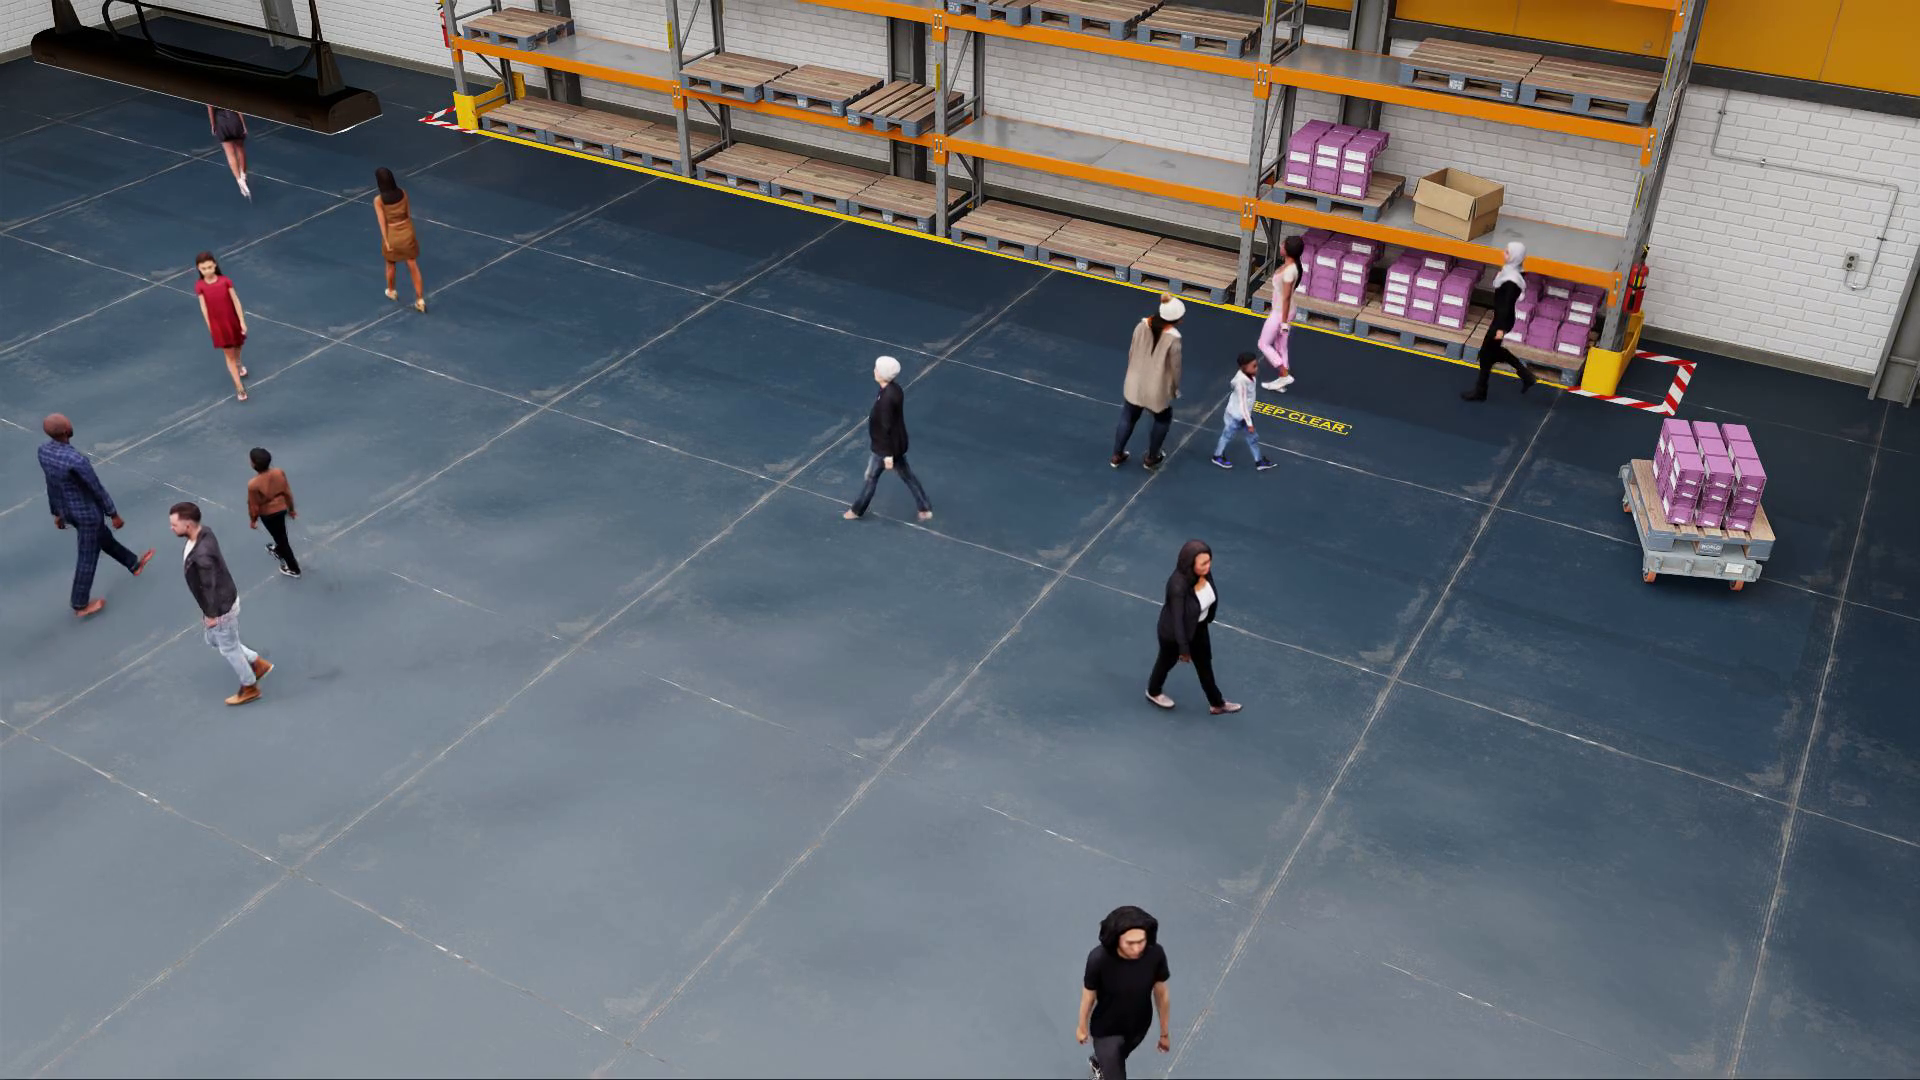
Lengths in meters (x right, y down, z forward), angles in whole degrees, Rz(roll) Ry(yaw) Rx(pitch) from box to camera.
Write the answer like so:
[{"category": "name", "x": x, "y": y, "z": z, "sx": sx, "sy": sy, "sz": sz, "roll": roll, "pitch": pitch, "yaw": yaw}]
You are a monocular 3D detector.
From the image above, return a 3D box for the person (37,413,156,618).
[{"category": "person", "x": -7.319, "y": -0.177, "z": 13.769, "sx": 1.120, "sy": 1.764, "sz": 0.804, "roll": 15, "pitch": 36, "yaw": 21}]

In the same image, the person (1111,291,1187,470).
[{"category": "person", "x": 1.771, "y": -1.456, "z": 15.601, "sx": 0.697, "sy": 1.866, "sz": 0.854, "roll": 16, "pitch": 37, "yaw": 23}]

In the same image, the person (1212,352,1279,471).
[{"category": "person", "x": 2.609, "y": -1.220, "z": 15.824, "sx": 0.855, "sy": 1.226, "sz": 0.495, "roll": 19, "pitch": 38, "yaw": 26}]

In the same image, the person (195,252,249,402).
[{"category": "person", "x": -7.578, "y": -2.276, "z": 17.150, "sx": 0.876, "sy": 1.517, "sz": 1.138, "roll": -19, "pitch": 38, "yaw": -26}]

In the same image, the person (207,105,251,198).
[{"category": "person", "x": -9.402, "y": -5.265, "z": 21.431, "sx": 0.921, "sy": 1.755, "sz": 1.144, "roll": -18, "pitch": 38, "yaw": -25}]

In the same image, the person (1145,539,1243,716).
[{"category": "person", "x": 1.627, "y": 0.658, "z": 12.678, "sx": 1.008, "sy": 1.582, "sz": 0.713, "roll": 20, "pitch": 39, "yaw": 28}]

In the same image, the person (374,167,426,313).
[{"category": "person", "x": -6.219, "y": -3.328, "z": 18.604, "sx": 0.739, "sy": 1.659, "sz": 0.967, "roll": -26, "pitch": 41, "yaw": -33}]

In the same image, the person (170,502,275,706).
[{"category": "person", "x": -5.583, "y": 0.473, "z": 12.737, "sx": 0.879, "sy": 1.823, "sz": 0.790, "roll": -15, "pitch": 36, "yaw": -21}]

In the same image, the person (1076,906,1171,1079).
[{"category": "person", "x": 0.896, "y": 2.677, "z": 9.449, "sx": 1.123, "sy": 1.793, "sz": 1.203, "roll": -9, "pitch": 35, "yaw": -13}]

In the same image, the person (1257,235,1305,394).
[{"category": "person", "x": 3.376, "y": -2.274, "z": 16.957, "sx": 0.652, "sy": 1.728, "sz": 0.599, "roll": 14, "pitch": 36, "yaw": 20}]

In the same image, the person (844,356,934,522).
[{"category": "person", "x": -0.578, "y": -0.810, "z": 14.996, "sx": 1.216, "sy": 1.734, "sz": 0.974, "roll": 8, "pitch": 34, "yaw": 12}]

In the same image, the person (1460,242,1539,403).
[{"category": "person", "x": 5.543, "y": -2.164, "z": 16.761, "sx": 1.007, "sy": 1.761, "sz": 0.739, "roll": 10, "pitch": 35, "yaw": 15}]

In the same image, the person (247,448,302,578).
[{"category": "person", "x": -5.870, "y": -0.221, "z": 14.308, "sx": 0.732, "sy": 1.240, "sz": 0.521, "roll": 18, "pitch": 37, "yaw": 24}]
